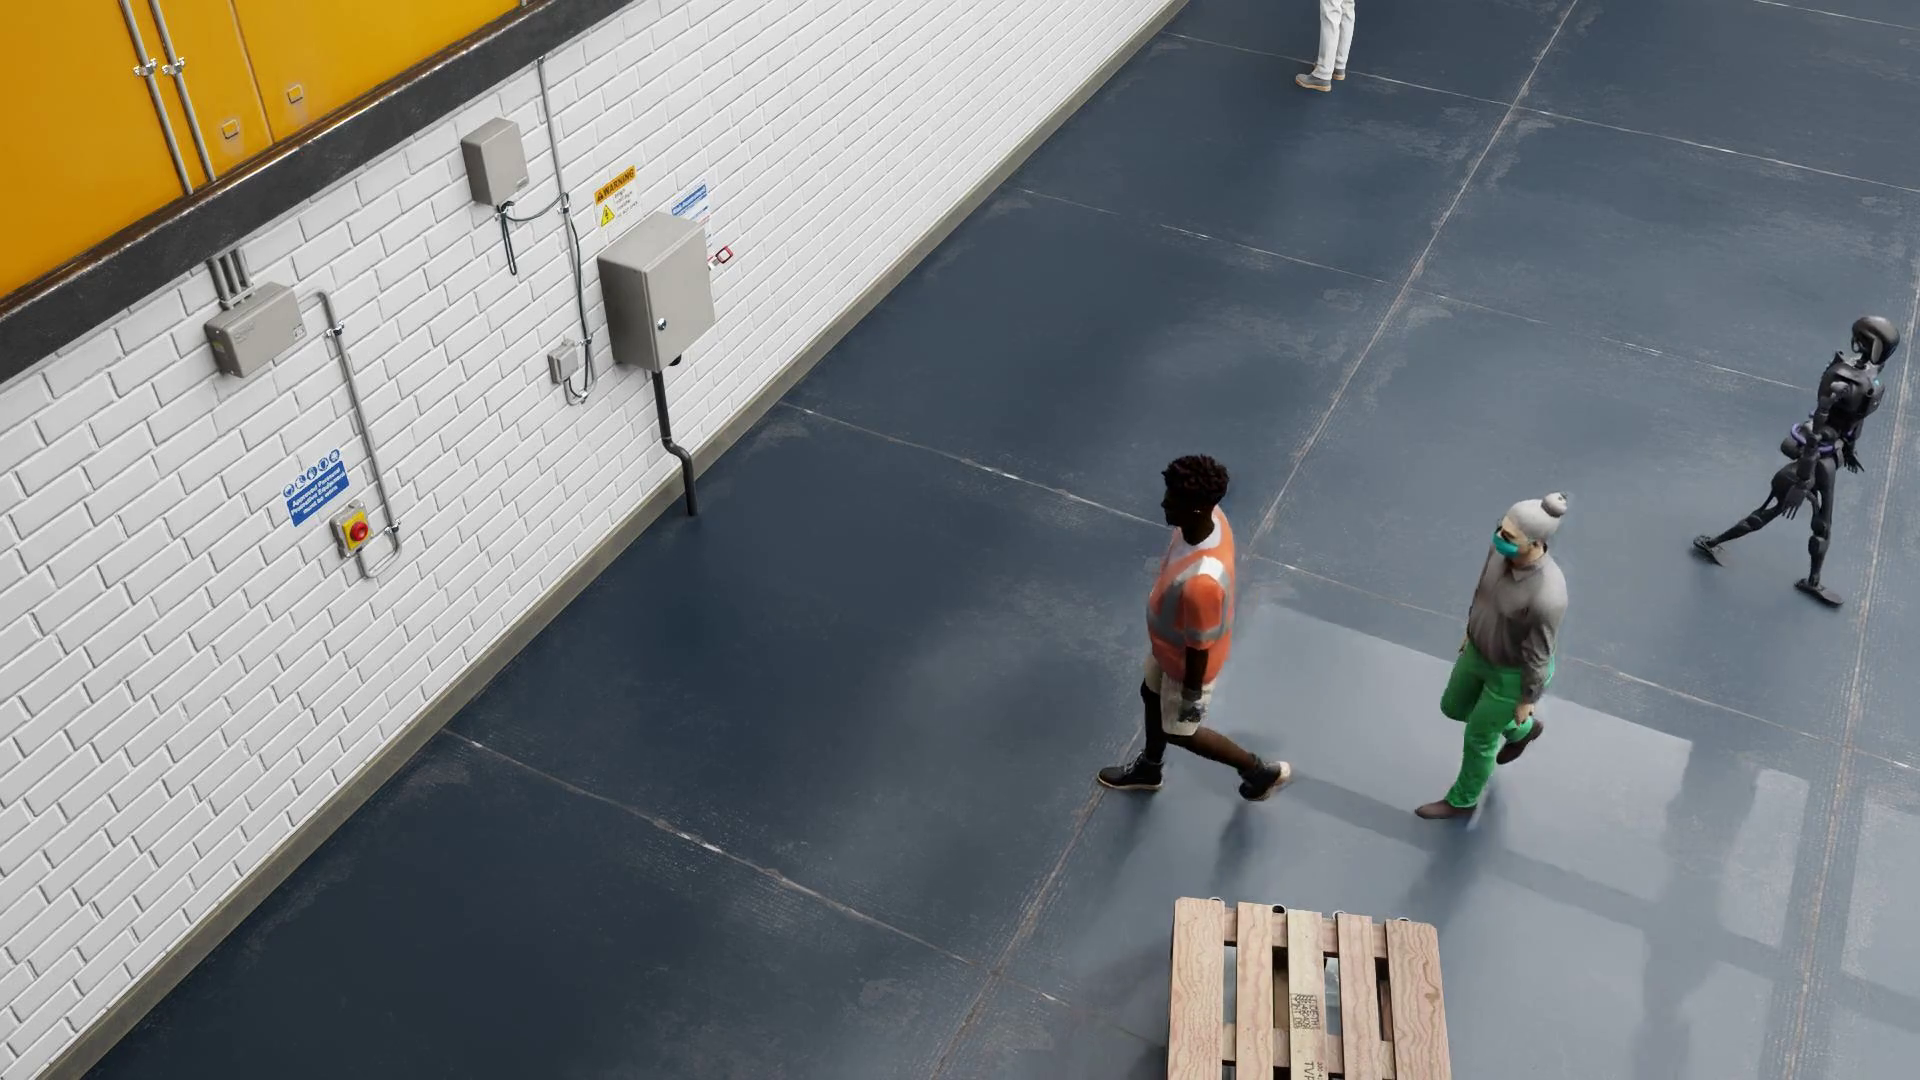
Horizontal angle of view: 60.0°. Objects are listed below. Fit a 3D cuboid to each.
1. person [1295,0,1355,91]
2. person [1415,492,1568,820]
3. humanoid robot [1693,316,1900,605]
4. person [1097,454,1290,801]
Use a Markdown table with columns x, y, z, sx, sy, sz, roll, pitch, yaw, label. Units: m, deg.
| x | y | z | sx | sy | sz | roll | pitch | yaw | label |
| --- | --- | --- | --- | --- | --- | --- | --- | --- | --- |
| 2.889 | -4.362 | 12.661 | 0.356 | 1.882 | 0.572 | 29 | 48 | 29 | person |
| 2.365 | 0.491 | 7.085 | 0.560 | 1.824 | 0.524 | -9 | 42 | -10 | person |
| 4.265 | -0.418 | 8.277 | 0.601 | 1.630 | 0.768 | -29 | 49 | -29 | humanoid robot |
| 1.051 | 0.448 | 7.043 | 0.771 | 1.940 | 0.609 | 4 | 41 | 4 | person |
